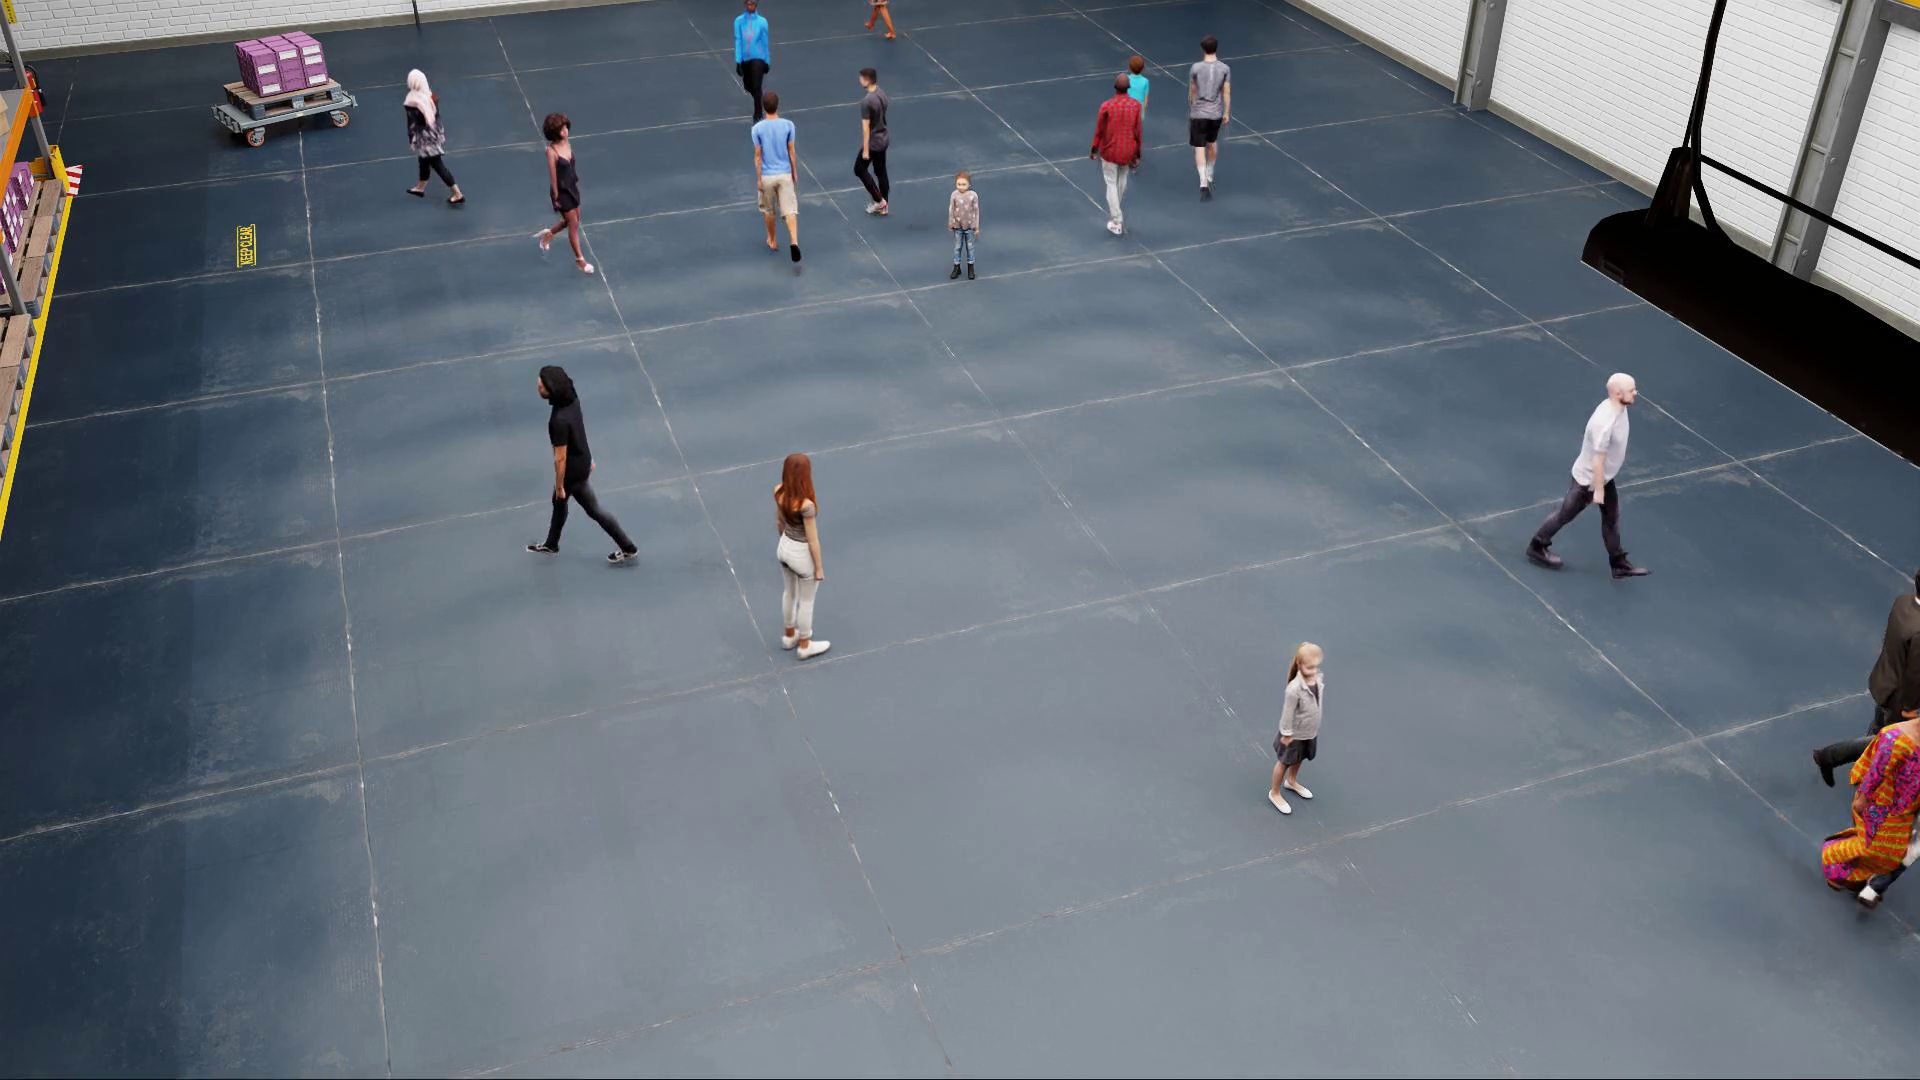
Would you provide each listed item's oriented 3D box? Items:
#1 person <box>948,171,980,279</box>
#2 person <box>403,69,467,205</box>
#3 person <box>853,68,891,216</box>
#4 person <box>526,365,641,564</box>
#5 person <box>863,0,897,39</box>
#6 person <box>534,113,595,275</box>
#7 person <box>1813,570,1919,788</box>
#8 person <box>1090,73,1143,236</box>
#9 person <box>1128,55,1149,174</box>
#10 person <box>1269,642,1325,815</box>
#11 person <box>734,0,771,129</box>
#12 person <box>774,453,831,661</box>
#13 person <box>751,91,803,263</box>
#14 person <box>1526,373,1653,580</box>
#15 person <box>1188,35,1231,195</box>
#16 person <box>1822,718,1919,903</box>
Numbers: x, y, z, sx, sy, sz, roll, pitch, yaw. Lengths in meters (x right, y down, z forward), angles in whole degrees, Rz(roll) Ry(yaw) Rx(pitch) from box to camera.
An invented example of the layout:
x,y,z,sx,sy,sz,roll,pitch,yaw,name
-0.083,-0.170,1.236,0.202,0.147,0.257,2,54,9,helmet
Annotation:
x,y,z,sx,sy,sz,roll,pitch,yaw,name
0.048,-3.431,18.048,0.555,1.195,0.573,4,34,6,person
-6.207,-4.696,19.594,1.128,1.590,1.106,13,36,18,person
-0.919,-4.579,19.275,0.838,1.748,0.782,16,37,23,person
-2.974,-0.556,13.189,0.961,1.787,1.192,0,34,-1,person
-1.166,-8.367,25.110,0.932,1.598,1.188,-29,43,-36,person
-4.344,-3.749,18.008,0.980,1.769,0.960,12,35,17,person
6.085,0.946,10.924,0.983,1.792,0.957,6,34,9,person
1.809,-4.366,18.919,0.831,1.788,1.156,-6,34,-8,person
2.157,-5.243,20.557,0.572,1.435,0.642,-6,34,-9,person
2.240,1.216,10.984,0.578,1.275,0.607,-25,41,-33,person
-2.708,-6.321,21.881,0.968,1.765,1.203,5,34,7,person
-1.201,0.122,12.230,0.600,1.717,0.723,29,43,36,person
-1.997,-3.957,18.257,0.696,1.839,1.132,-9,35,-13,person
4.915,-0.508,13.119,1.299,1.783,1.110,23,40,30,person
2.948,-5.067,19.916,0.812,1.851,1.098,-1,34,-1,person
5.692,1.512,10.197,0.661,1.654,0.772,-15,36,-21,person
